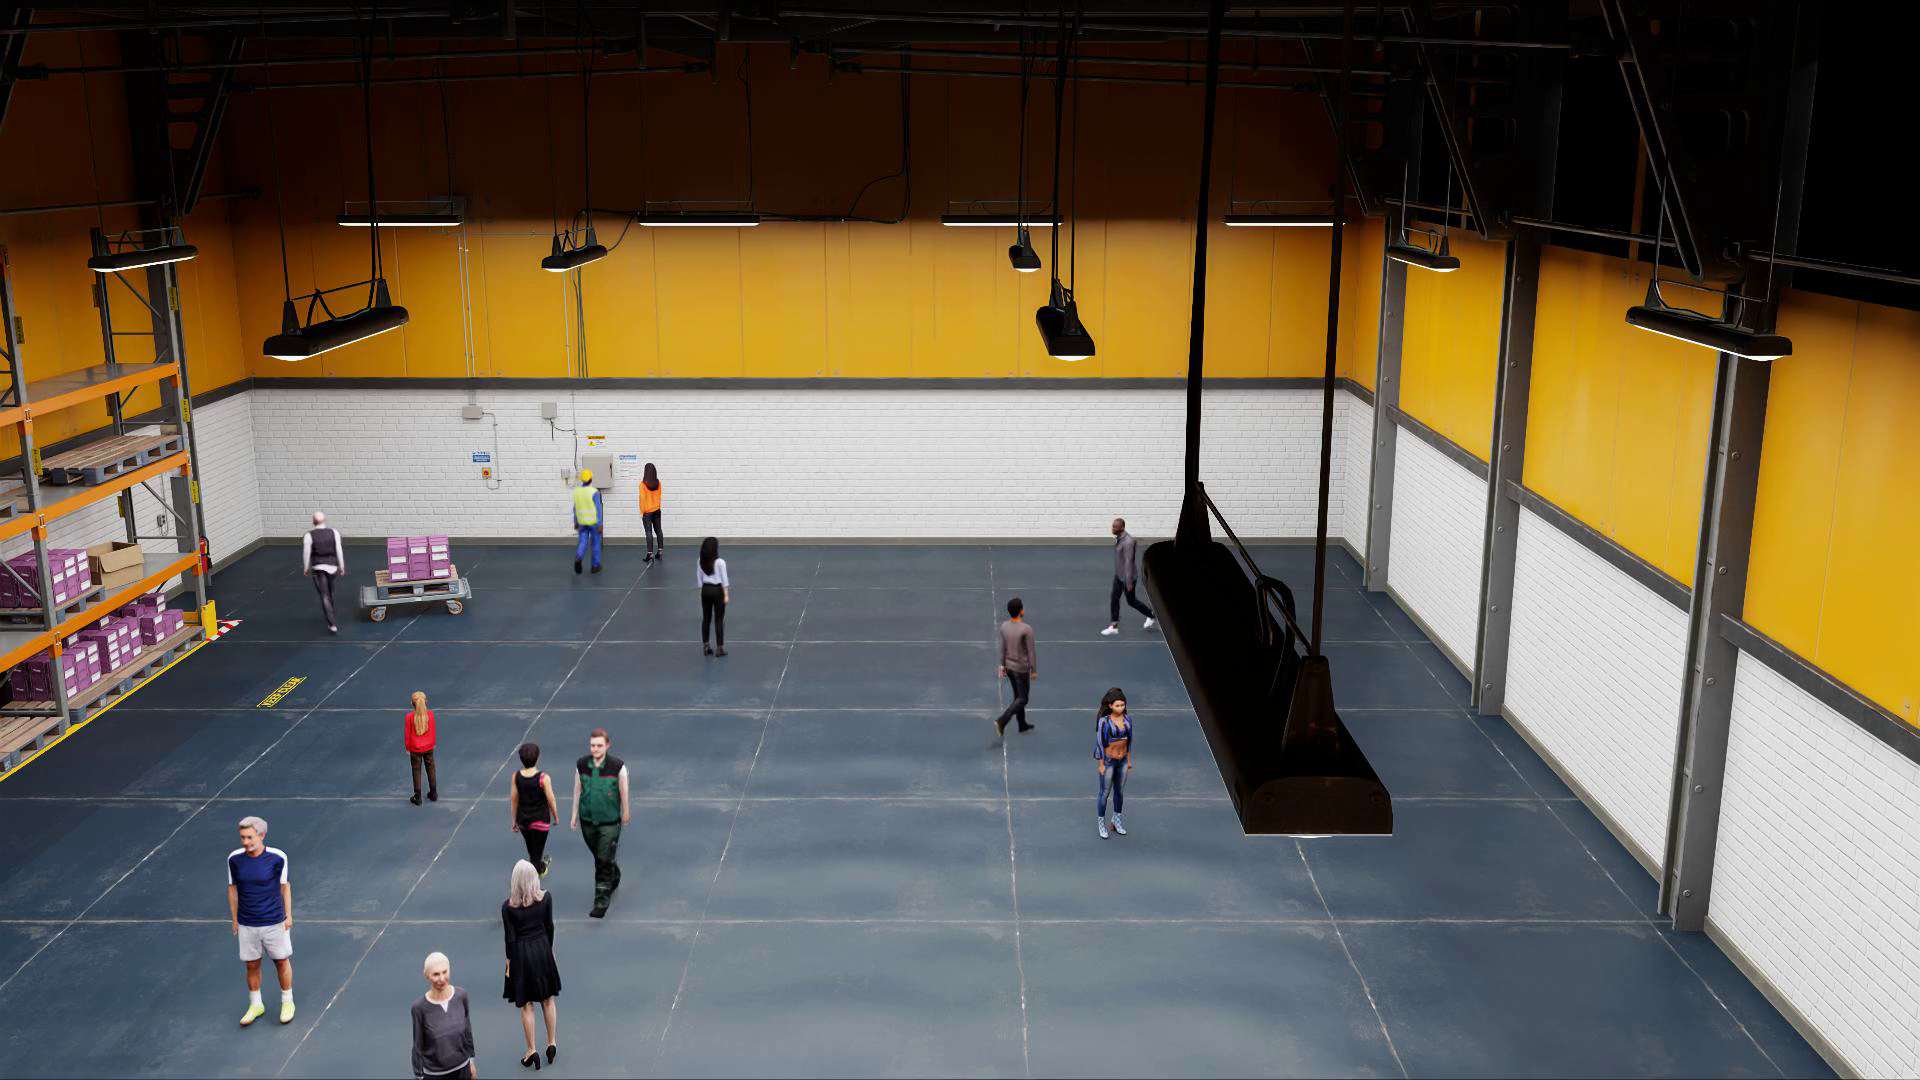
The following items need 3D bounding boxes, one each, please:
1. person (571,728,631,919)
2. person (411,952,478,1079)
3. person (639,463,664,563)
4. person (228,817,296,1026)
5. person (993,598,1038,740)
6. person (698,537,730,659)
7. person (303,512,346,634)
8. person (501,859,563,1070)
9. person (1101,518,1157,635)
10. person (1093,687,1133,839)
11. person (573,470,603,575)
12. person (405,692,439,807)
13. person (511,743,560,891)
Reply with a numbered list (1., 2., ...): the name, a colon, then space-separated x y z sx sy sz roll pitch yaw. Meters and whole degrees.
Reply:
1. person: -3.421 2.657 15.939 0.807 1.789 1.197 3 14 11
2. person: -3.648 3.705 11.747 0.682 1.725 0.722 -11 17 -38
3. person: -5.388 -0.498 29.053 0.768 1.749 0.689 11 17 38
4. person: -5.804 3.141 13.840 0.654 1.836 0.565 -2 14 -7
5. person: 0.660 1.602 20.379 1.039 1.750 1.111 7 16 28
6. person: -3.526 0.802 23.692 0.726 1.746 0.692 5 15 20
7. person: -9.458 0.518 24.814 1.164 1.769 1.325 -9 17 -34
8. person: -3.401 3.347 13.179 0.702 1.747 0.739 -9 17 -34
9. person: 2.551 0.552 24.689 1.083 1.762 1.216 -5 15 -21
10. person: 1.626 2.349 17.584 0.684 1.614 0.686 -6 15 -24
11. person: -6.290 -0.271 28.011 0.792 1.799 1.061 3 14 11
12. person: -5.986 2.300 18.493 0.577 1.282 0.623 -10 17 -35
13. person: -4.170 2.749 16.130 0.678 1.520 0.994 2 14 10
